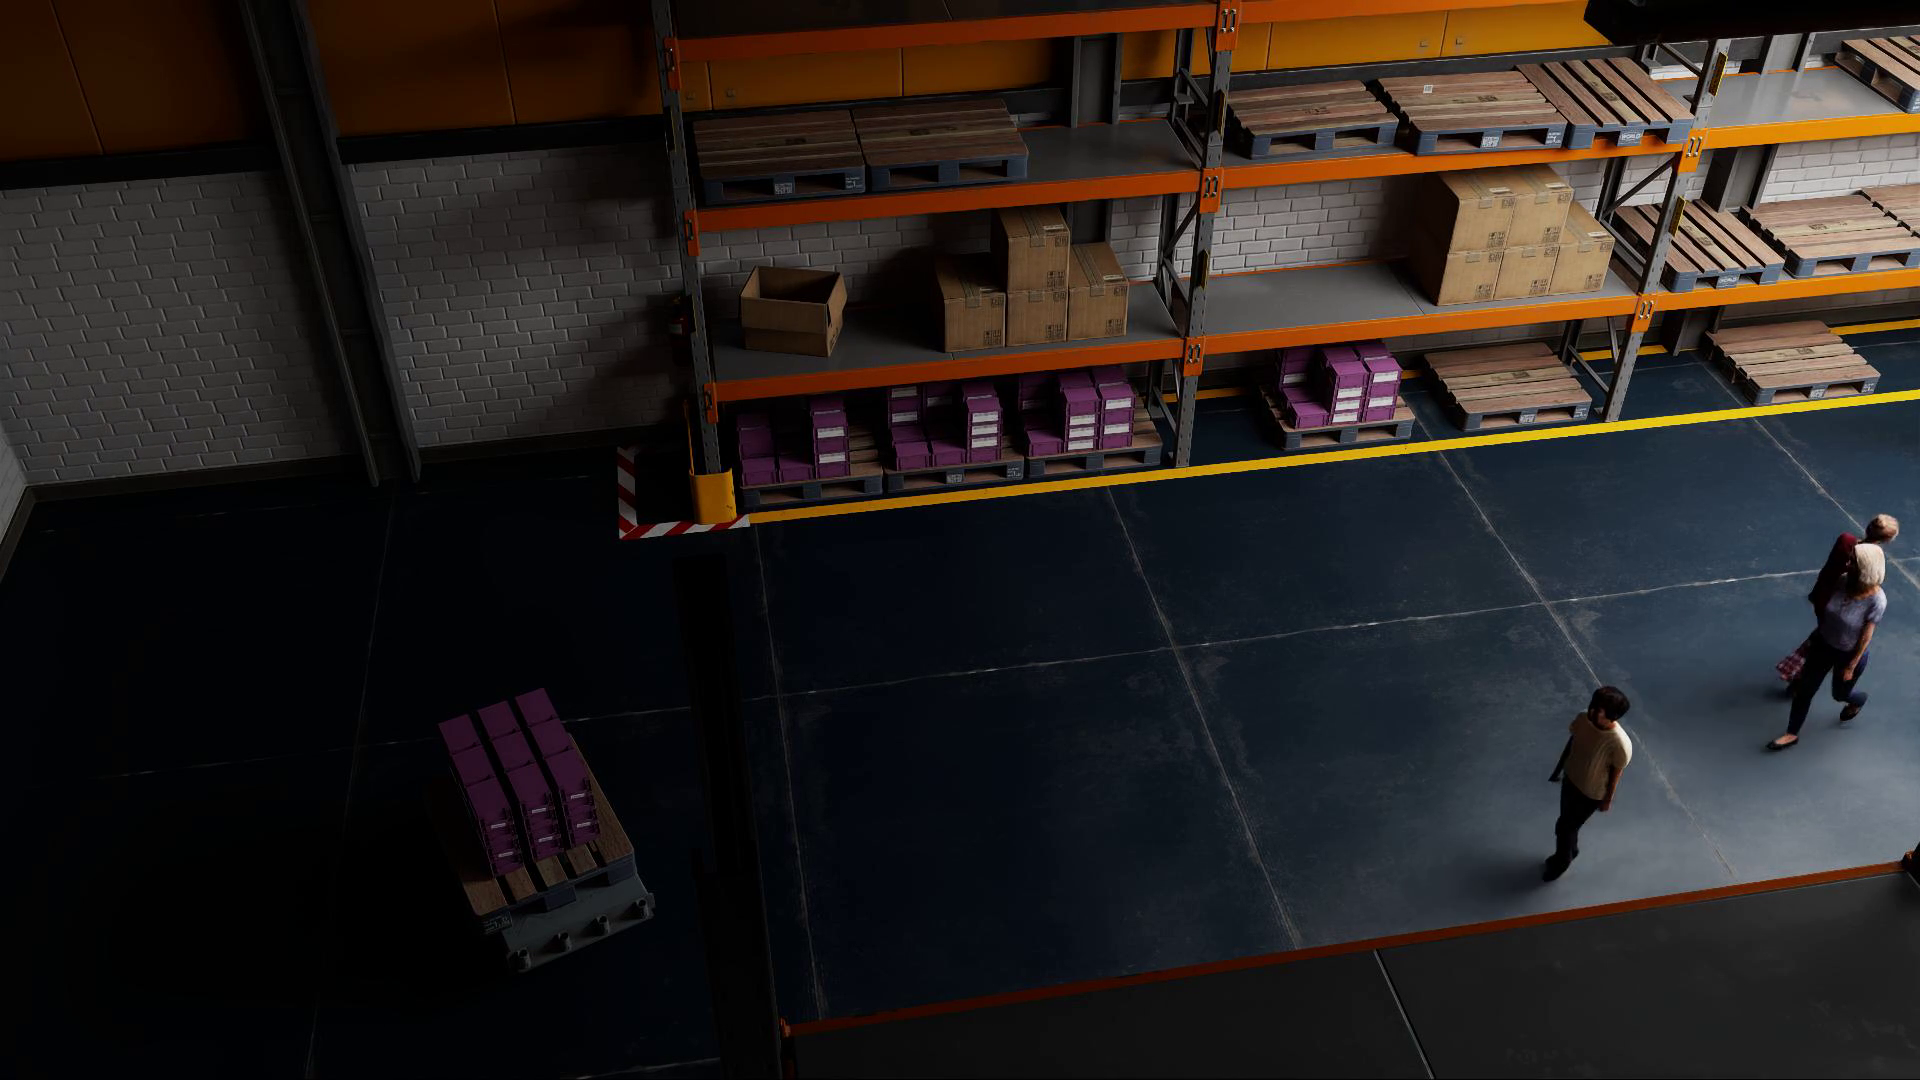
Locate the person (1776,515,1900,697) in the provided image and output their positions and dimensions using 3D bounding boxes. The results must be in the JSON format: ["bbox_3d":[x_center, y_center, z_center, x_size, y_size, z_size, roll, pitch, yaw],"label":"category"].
[{"bbox_3d":[6.105,0.489,11.662,0.685,1.692,0.687,-12,40,-15],"label":"person"}]

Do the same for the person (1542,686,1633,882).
[{"bbox_3d":[3.991,1.520,10.467,0.639,1.573,0.641,-13,40,-16],"label":"person"}]

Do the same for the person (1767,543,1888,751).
[{"bbox_3d":[6.077,0.739,11.349,1.075,1.693,0.731,-15,41,-18],"label":"person"}]
